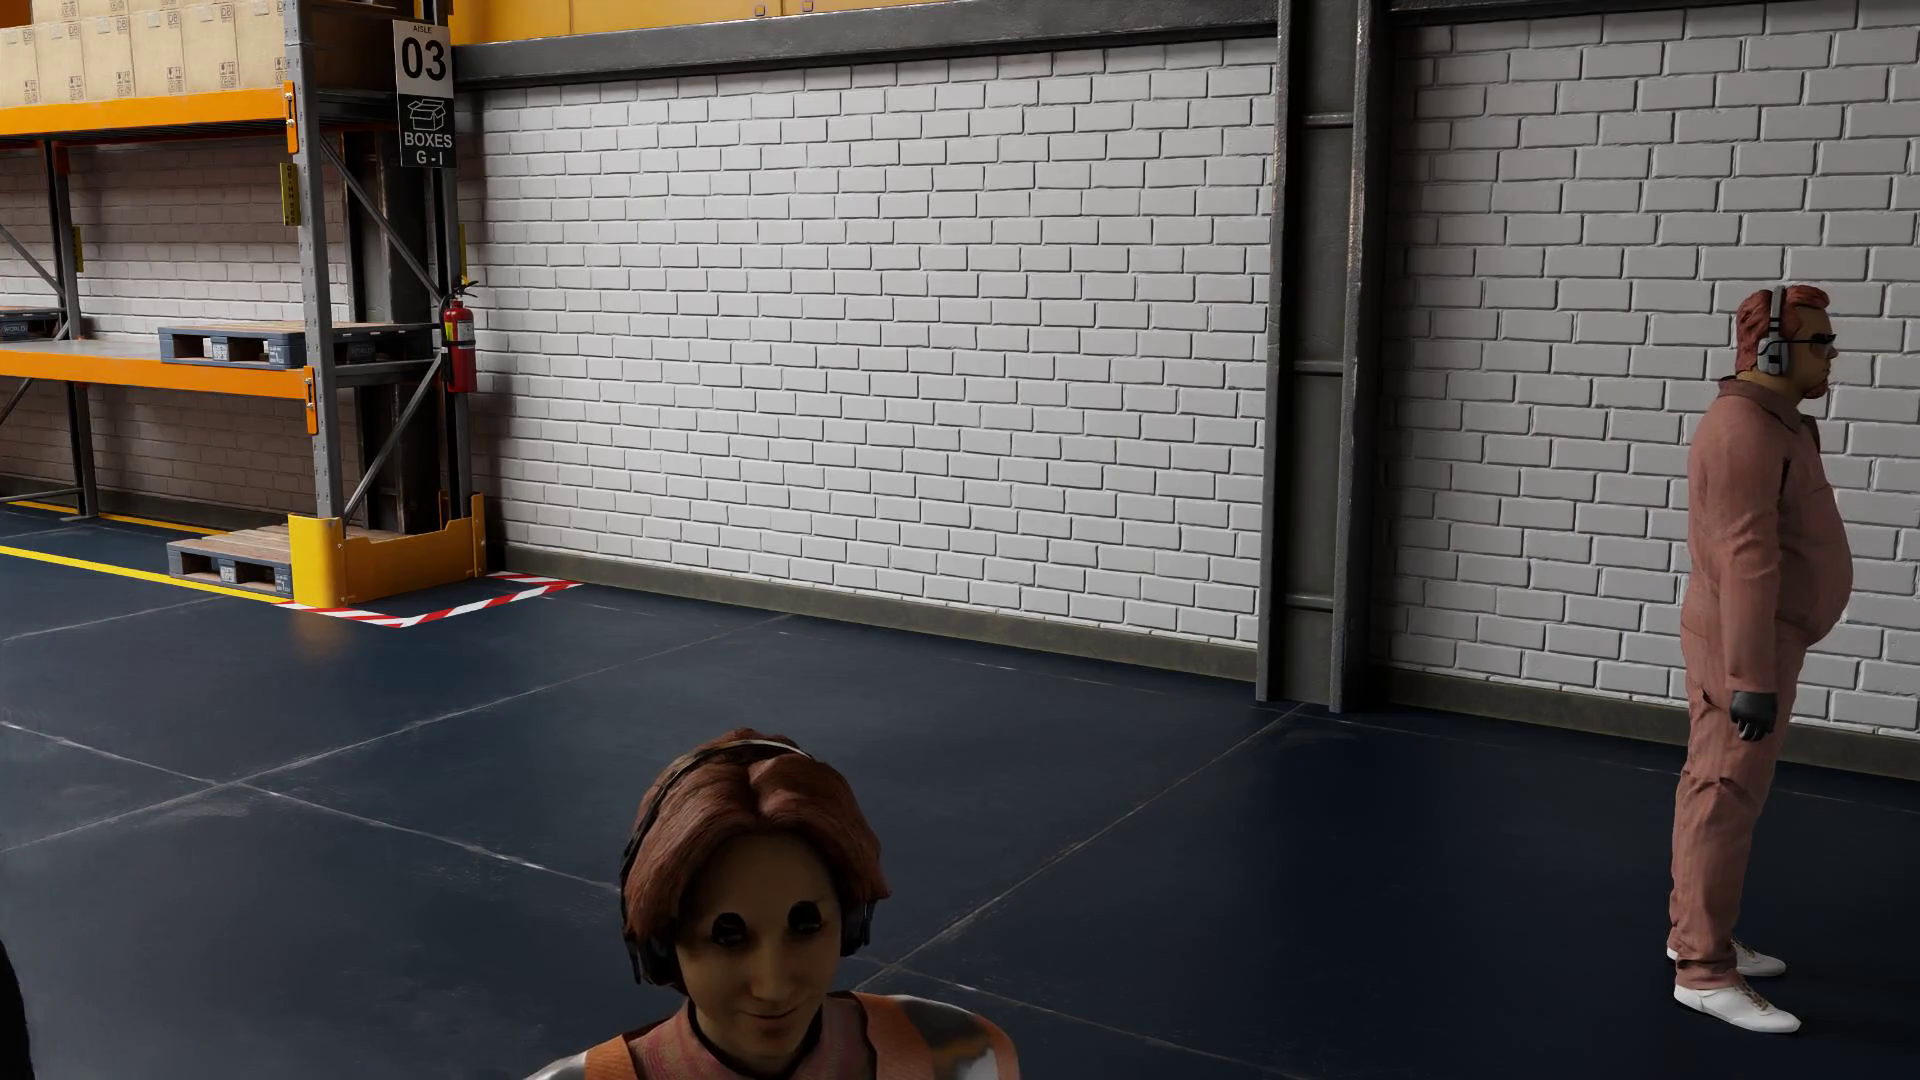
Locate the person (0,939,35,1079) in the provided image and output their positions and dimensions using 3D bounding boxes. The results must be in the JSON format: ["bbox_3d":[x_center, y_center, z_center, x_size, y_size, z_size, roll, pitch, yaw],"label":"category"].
[{"bbox_3d":[-1.371,0.759,1.907,0.923,1.882,0.627,8,13,37],"label":"person"}]

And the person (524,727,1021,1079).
[{"bbox_3d":[-0.168,0.958,1.433,0.523,1.639,0.306,-5,11,-25],"label":"person"}]

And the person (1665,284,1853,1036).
[{"bbox_3d":[2.087,0.297,4.355,0.406,1.911,0.639,4,11,23],"label":"person"}]
